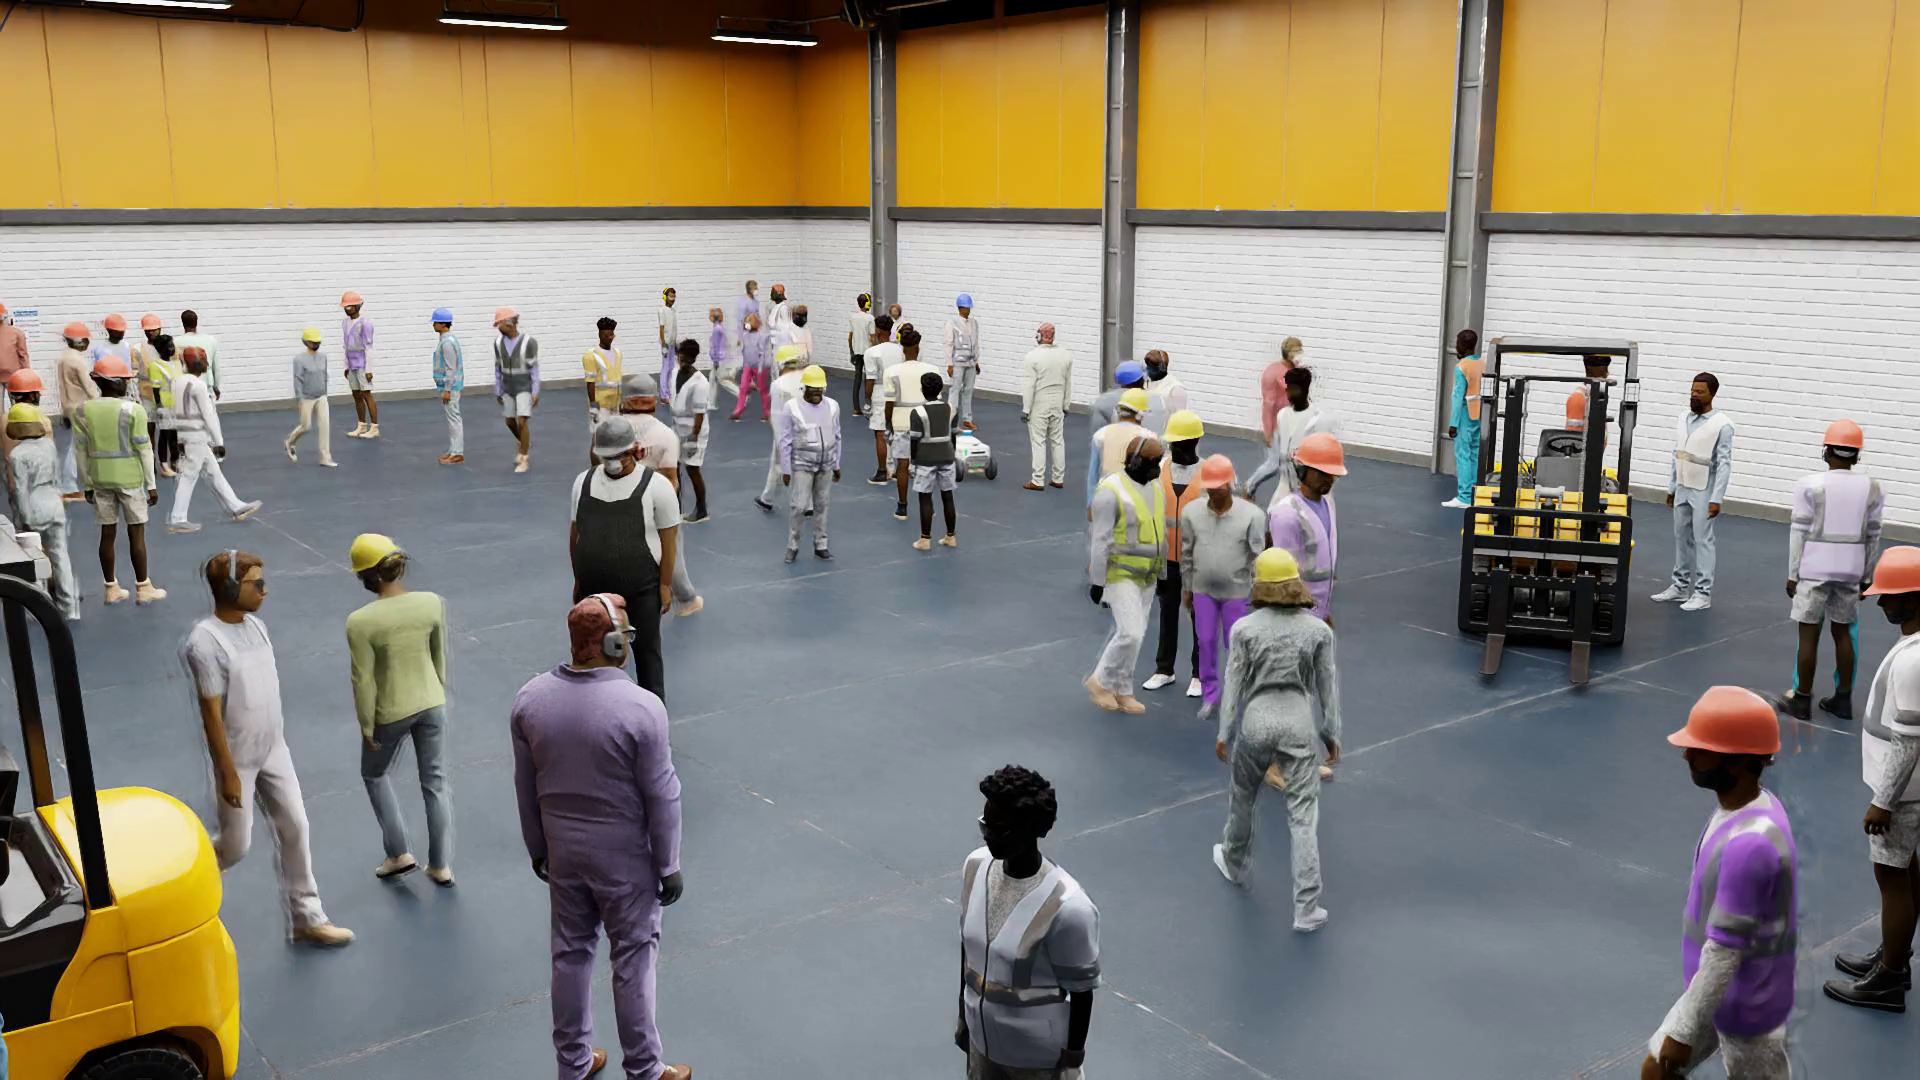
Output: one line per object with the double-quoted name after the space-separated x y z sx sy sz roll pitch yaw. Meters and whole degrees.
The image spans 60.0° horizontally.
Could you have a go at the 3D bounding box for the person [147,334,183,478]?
-9.394 -1.596 19.782 0.315 1.696 0.552 2 12 7 "person"

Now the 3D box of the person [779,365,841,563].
-1.350 -0.685 15.097 0.604 1.819 0.438 -8 14 -33 "person"

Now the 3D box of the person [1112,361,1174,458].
1.664 -0.606 14.533 0.762 1.905 0.414 -5 13 -21 "person"

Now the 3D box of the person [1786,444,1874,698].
5.635 0.198 10.754 0.507 1.847 0.343 3 12 16 "person"

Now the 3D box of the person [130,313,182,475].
-9.561 -1.729 19.832 0.543 1.939 0.370 -5 13 -22 "person"

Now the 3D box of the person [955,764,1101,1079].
0.175 1.479 4.928 0.316 1.695 0.541 -10 16 -41 "person"

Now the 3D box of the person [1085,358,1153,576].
1.413 -0.614 14.535 0.732 1.919 0.385 -2 12 -8 "person"

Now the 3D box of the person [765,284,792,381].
-3.251 -3.723 29.935 0.486 1.745 0.295 0 12 -1 "person"

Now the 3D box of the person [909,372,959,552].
-0.247 -0.733 15.633 0.536 1.693 0.320 -7 14 -30 "person"

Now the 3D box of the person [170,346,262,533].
-7.538 -1.017 16.655 0.979 1.827 0.605 -10 15 -40 "person"

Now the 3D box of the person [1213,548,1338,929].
1.475 0.890 7.789 0.570 1.690 0.876 0 12 0 "person"

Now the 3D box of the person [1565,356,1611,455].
5.642 -0.744 15.012 0.362 1.962 0.614 9 15 36 "person"

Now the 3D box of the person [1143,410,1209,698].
1.493 0.089 11.087 0.595 1.923 0.372 7 14 31 "person"

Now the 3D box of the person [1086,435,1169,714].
1.100 0.231 10.655 0.438 1.819 0.645 10 15 41 "person"

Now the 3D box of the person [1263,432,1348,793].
1.947 0.403 9.303 0.403 2.036 0.609 8 14 34 "person"

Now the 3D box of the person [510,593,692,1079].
-1.294 1.130 6.110 0.650 1.904 0.401 4 13 21 "person"

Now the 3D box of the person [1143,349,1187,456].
1.924 -0.951 16.312 0.428 1.842 0.631 -8 14 -34 "person"

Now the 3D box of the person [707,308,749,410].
-3.674 -2.799 25.805 0.729 1.616 0.527 -1 12 -3 "person"

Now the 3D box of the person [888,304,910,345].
-1.009 -2.944 26.488 0.530 1.605 0.780 0 12 0 "person"

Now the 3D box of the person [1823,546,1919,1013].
3.823 0.973 6.811 0.371 1.928 0.543 9 15 37 "person"

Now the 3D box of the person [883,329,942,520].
-0.489 -1.181 17.138 0.600 1.959 0.376 -1 12 -6 "person"

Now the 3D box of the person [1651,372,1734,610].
5.962 -0.399 13.454 0.386 1.921 0.596 -3 12 -16 "person"

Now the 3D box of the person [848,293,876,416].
-1.448 -2.795 25.149 0.534 1.869 0.311 8 14 35 "person"

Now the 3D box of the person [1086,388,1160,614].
1.384 -0.340 13.496 0.592 1.777 0.940 9 14 36 "person"

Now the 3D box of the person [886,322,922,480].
-0.659 -1.630 19.562 0.523 1.860 0.317 -6 13 -25 "person"

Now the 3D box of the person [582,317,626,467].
-4.032 -1.563 18.970 0.374 1.963 0.608 6 13 26 "person"

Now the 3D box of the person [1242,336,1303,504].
3.288 -1.153 17.098 0.631 1.916 0.756 -7 14 -32 "person"

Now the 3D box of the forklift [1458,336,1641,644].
4.683 -0.471 13.136 1.214 2.155 2.313 4 12 20 "forklift"

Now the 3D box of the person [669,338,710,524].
-2.769 -1.090 16.806 0.698 1.915 0.568 11 16 42 "person"

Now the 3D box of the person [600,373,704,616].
-2.442 -0.335 12.854 0.686 2.000 1.054 3 12 16 "person"

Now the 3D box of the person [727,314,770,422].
-3.084 -2.504 24.402 0.508 1.597 0.836 7 13 29 "person"

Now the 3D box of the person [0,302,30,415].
-12.351 -2.097 21.479 0.618 1.990 0.394 -2 12 -11 "person"

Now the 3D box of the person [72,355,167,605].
-6.845 -0.481 13.555 0.614 2.039 0.383 0 12 2 "person"

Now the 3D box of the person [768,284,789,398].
-2.968 -3.245 27.292 0.355 1.883 0.574 -5 13 -22 "person"

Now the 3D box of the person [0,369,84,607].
-7.504 -0.417 13.499 0.543 1.939 0.370 4 12 16 "person"

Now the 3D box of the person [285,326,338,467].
-8.052 -1.772 20.515 0.719 1.742 0.535 7 13 29 "person"

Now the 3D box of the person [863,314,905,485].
-0.858 -1.619 19.236 0.612 1.964 0.364 -9 14 -36 "person"

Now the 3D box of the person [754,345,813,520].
-1.788 -1.125 17.293 0.582 1.776 0.907 -10 15 -40 "person"

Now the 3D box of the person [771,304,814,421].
-2.319 -2.407 23.403 0.720 1.818 0.634 11 16 42 "person"

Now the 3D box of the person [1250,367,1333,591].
2.784 -0.490 13.916 1.027 1.901 0.623 -9 15 -37 "person"

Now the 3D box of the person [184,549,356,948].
-3.159 0.938 7.292 0.831 1.805 0.523 3 12 15 "person"

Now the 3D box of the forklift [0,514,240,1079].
-3.687 1.115 5.480 2.313 2.155 1.214 -9 15 -36 "forklift"

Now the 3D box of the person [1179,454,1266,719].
1.698 0.278 10.683 0.564 1.724 0.604 5 13 24 "person"

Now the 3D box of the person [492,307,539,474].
-5.312 -1.838 20.225 0.690 2.011 0.771 4 12 17 "person"

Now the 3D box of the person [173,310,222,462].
-9.480 -1.898 20.703 0.370 1.914 0.596 8 14 35 "person"

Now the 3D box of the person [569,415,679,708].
-2.067 0.243 10.062 0.684 2.000 0.535 2 12 10 "person"

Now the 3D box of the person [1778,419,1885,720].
5.553 0.193 10.626 0.547 1.918 0.458 1 12 5 "person"

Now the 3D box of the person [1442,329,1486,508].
5.448 -1.297 17.835 0.389 1.910 0.584 9 15 38 "person"

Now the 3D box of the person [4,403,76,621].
-7.226 -0.210 13.004 0.501 1.730 0.488 3 12 14 "person"

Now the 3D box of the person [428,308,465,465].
-6.359 -1.908 20.671 0.389 1.949 0.603 -3 12 -16 "person"

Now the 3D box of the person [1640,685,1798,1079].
2.301 1.360 5.064 1.039 1.877 0.562 4 12 20 "person"

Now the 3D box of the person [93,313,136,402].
-10.279 -1.811 20.289 0.554 1.911 0.600 2 12 9 "person"

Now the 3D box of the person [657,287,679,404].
-4.666 -3.122 26.745 0.332 1.865 0.520 3 12 15 "person"

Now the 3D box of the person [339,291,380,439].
-8.277 -2.395 22.837 0.603 2.035 0.403 9 15 38 "person"

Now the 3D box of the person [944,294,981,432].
0.047 -2.512 23.590 0.614 1.946 0.390 -10 16 -41 "person"

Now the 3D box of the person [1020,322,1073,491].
0.957 -1.515 18.880 0.654 1.906 0.407 -8 14 -33 "person"

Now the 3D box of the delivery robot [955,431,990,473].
0.090 -1.053 19.698 0.477 0.478 0.707 -4 12 -20 "delivery robot"

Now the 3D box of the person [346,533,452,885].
-2.691 0.820 8.019 0.545 1.736 0.513 -11 16 -42 "person"

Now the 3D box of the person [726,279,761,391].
-3.672 -3.488 28.404 0.563 1.917 0.631 3 12 14 "person"
